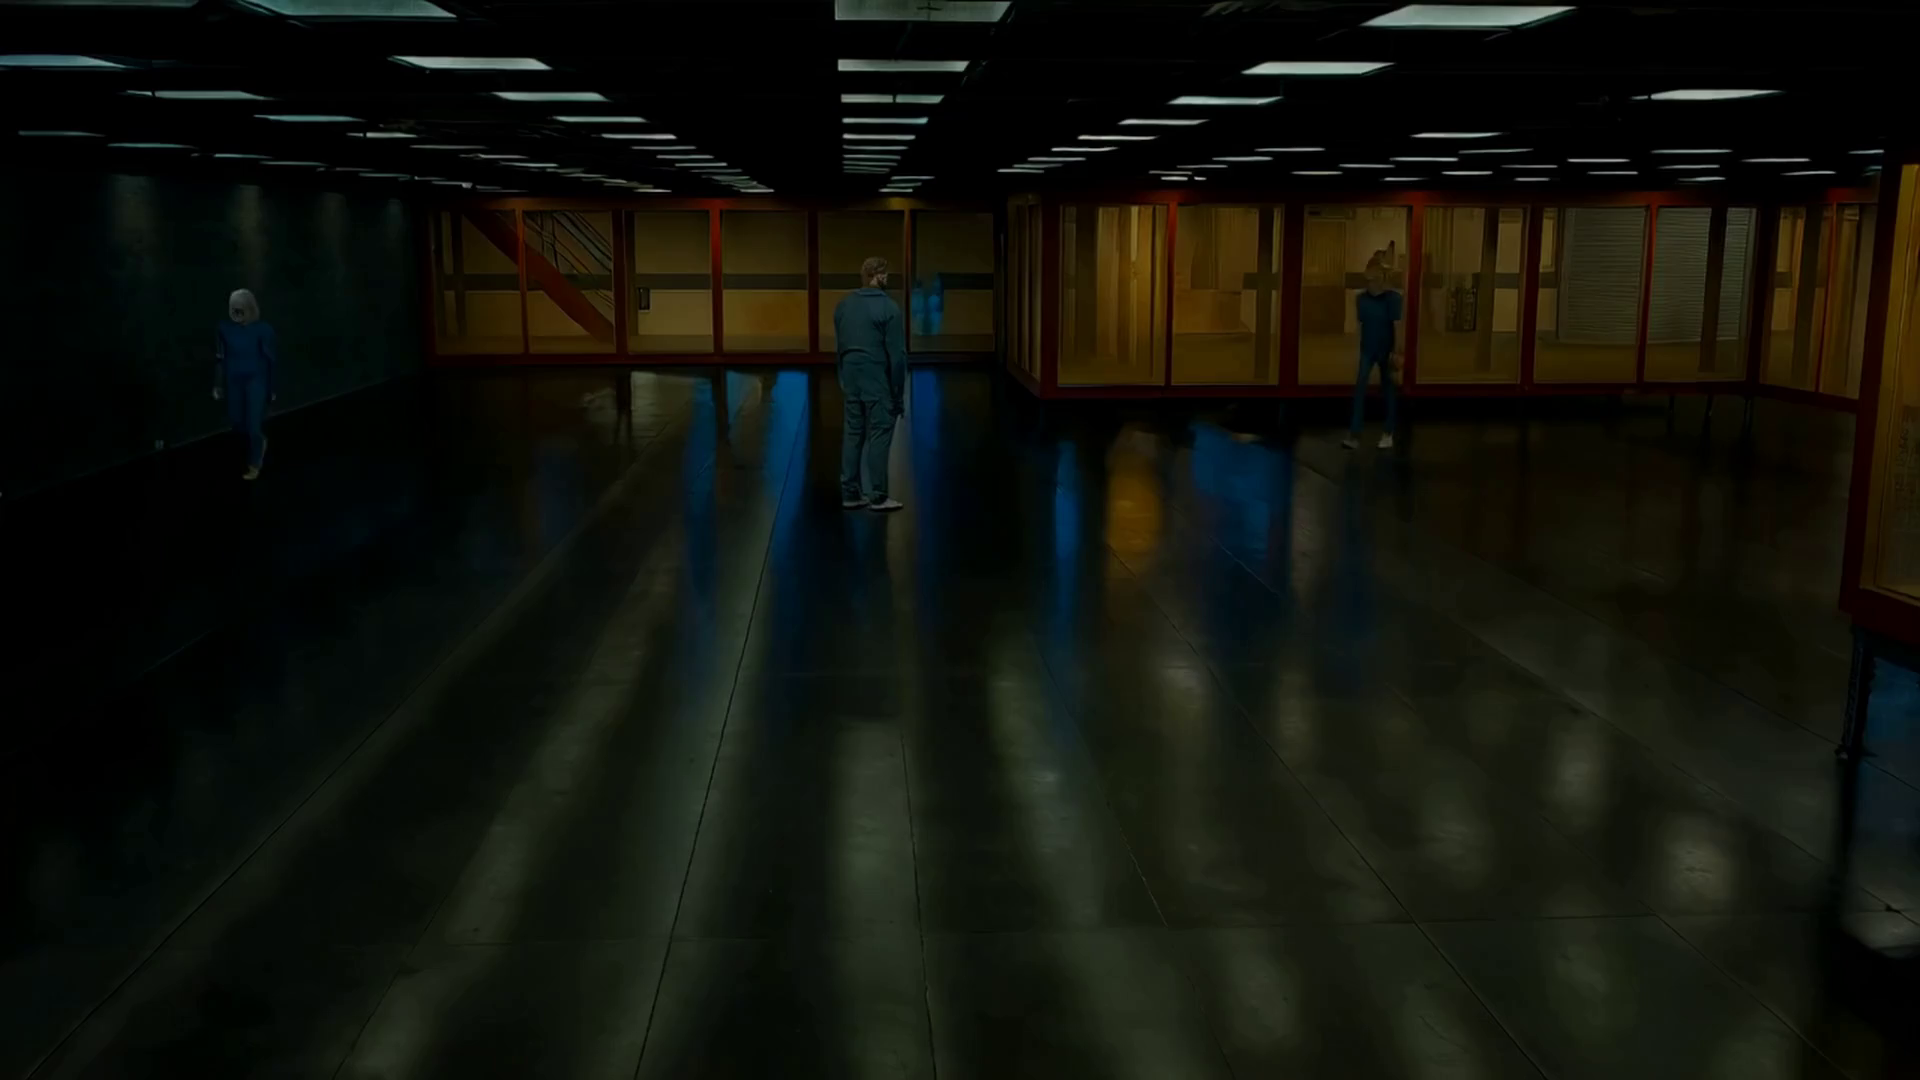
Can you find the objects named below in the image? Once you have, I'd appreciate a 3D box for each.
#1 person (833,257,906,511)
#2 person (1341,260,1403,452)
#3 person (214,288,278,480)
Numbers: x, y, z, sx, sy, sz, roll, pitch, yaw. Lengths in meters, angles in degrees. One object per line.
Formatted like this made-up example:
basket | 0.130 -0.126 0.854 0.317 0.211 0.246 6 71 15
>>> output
person | -0.649 -1.165 12.512 0.634 1.900 0.397 8 13 36
person | 3.969 -1.743 15.834 0.541 1.817 0.979 7 13 33
person | -6.054 -1.340 14.185 0.517 1.614 0.614 0 11 0
